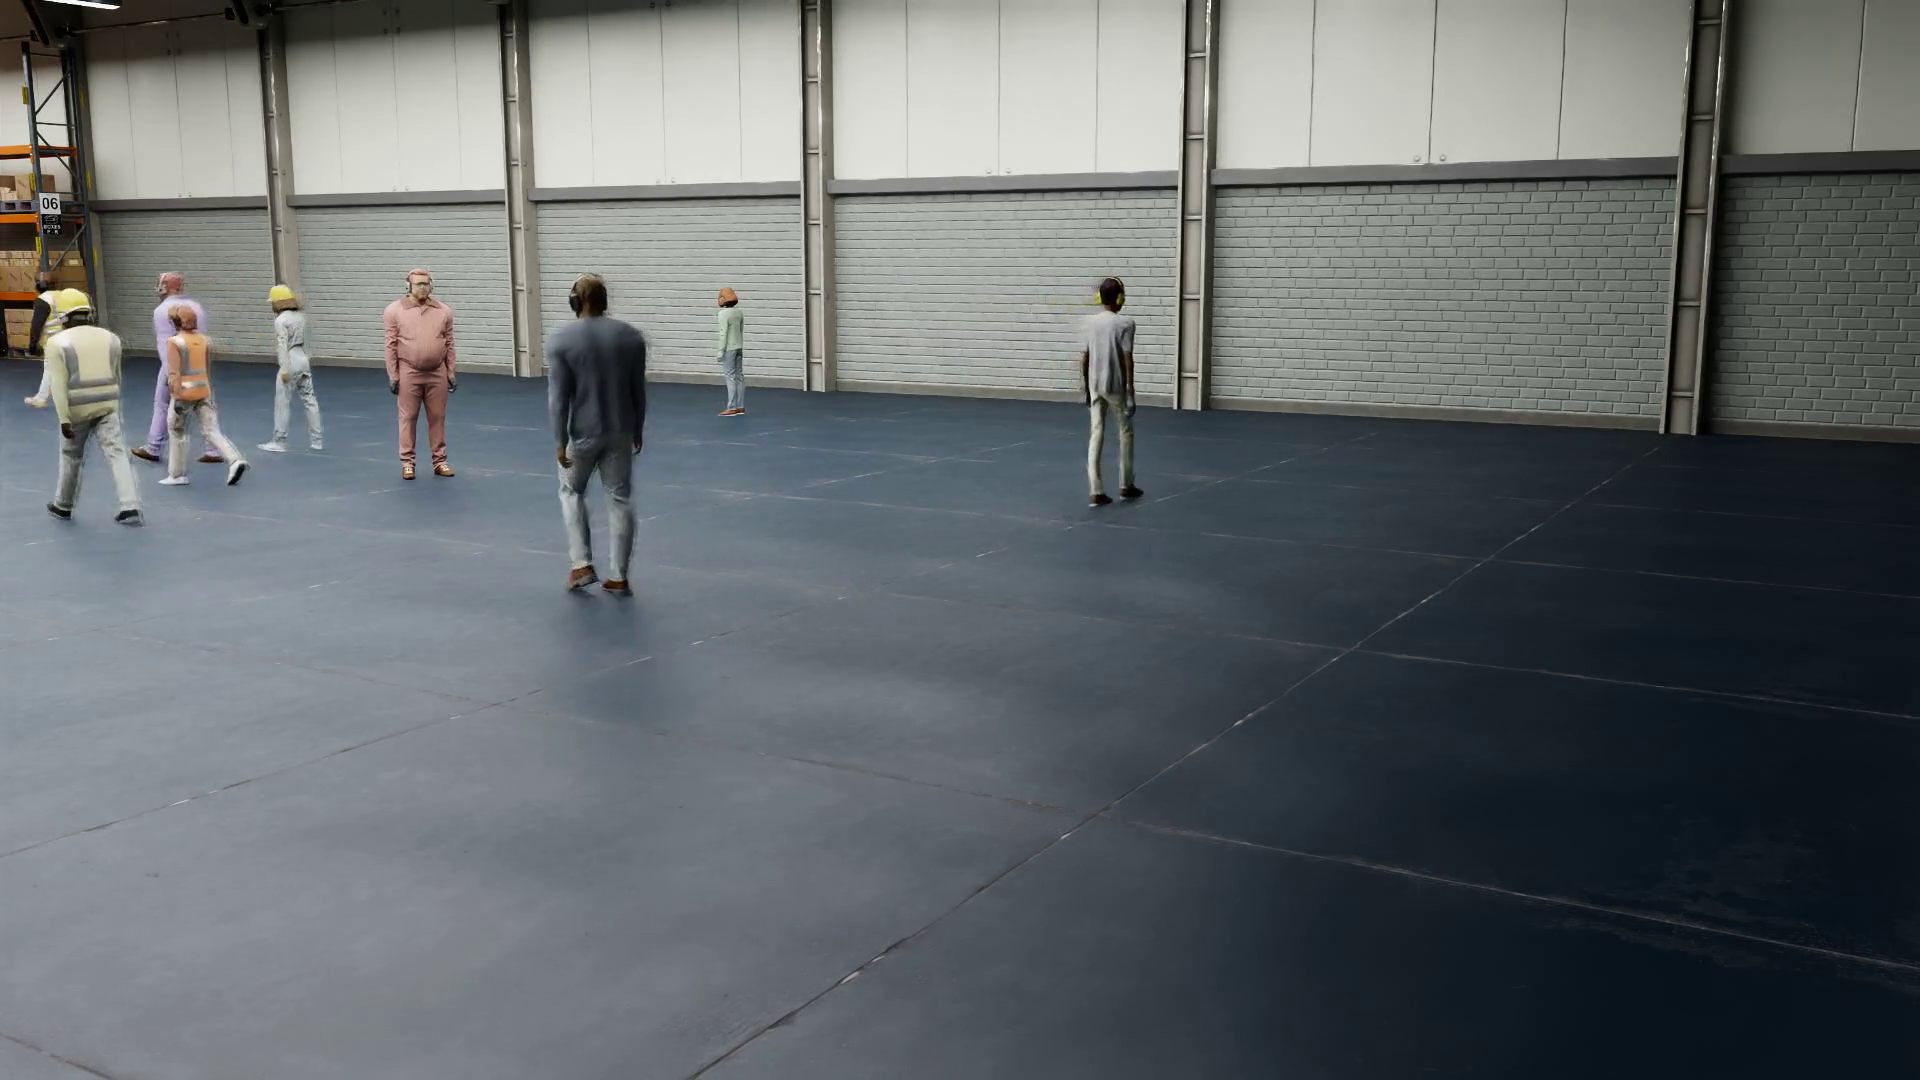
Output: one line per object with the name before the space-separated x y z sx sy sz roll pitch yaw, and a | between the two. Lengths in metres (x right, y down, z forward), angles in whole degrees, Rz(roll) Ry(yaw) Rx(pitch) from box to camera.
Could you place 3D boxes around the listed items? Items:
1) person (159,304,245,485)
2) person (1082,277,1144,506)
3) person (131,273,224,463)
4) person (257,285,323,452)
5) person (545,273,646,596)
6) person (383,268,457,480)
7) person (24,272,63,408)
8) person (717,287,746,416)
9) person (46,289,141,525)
person | -6.713 -1.267 14.628 0.773 1.608 0.524 3 10 15
person | 1.275 -1.214 13.629 0.562 1.837 0.796 6 11 32
person | -7.694 -1.674 16.290 0.991 1.853 0.645 3 10 17
person | -6.966 -1.772 17.264 0.543 1.717 0.602 2 10 9
person | -2.168 -0.624 9.958 0.648 1.921 0.559 -6 11 -30
person | -4.900 -1.510 15.171 0.641 1.910 0.410 -7 12 -34
person | -12.029 -2.600 21.833 0.889 1.802 0.663 0 10 -1
person | -2.917 -2.393 21.138 0.278 1.633 0.497 4 11 24
person | -6.595 -0.997 12.557 0.976 1.783 0.588 7 12 34
